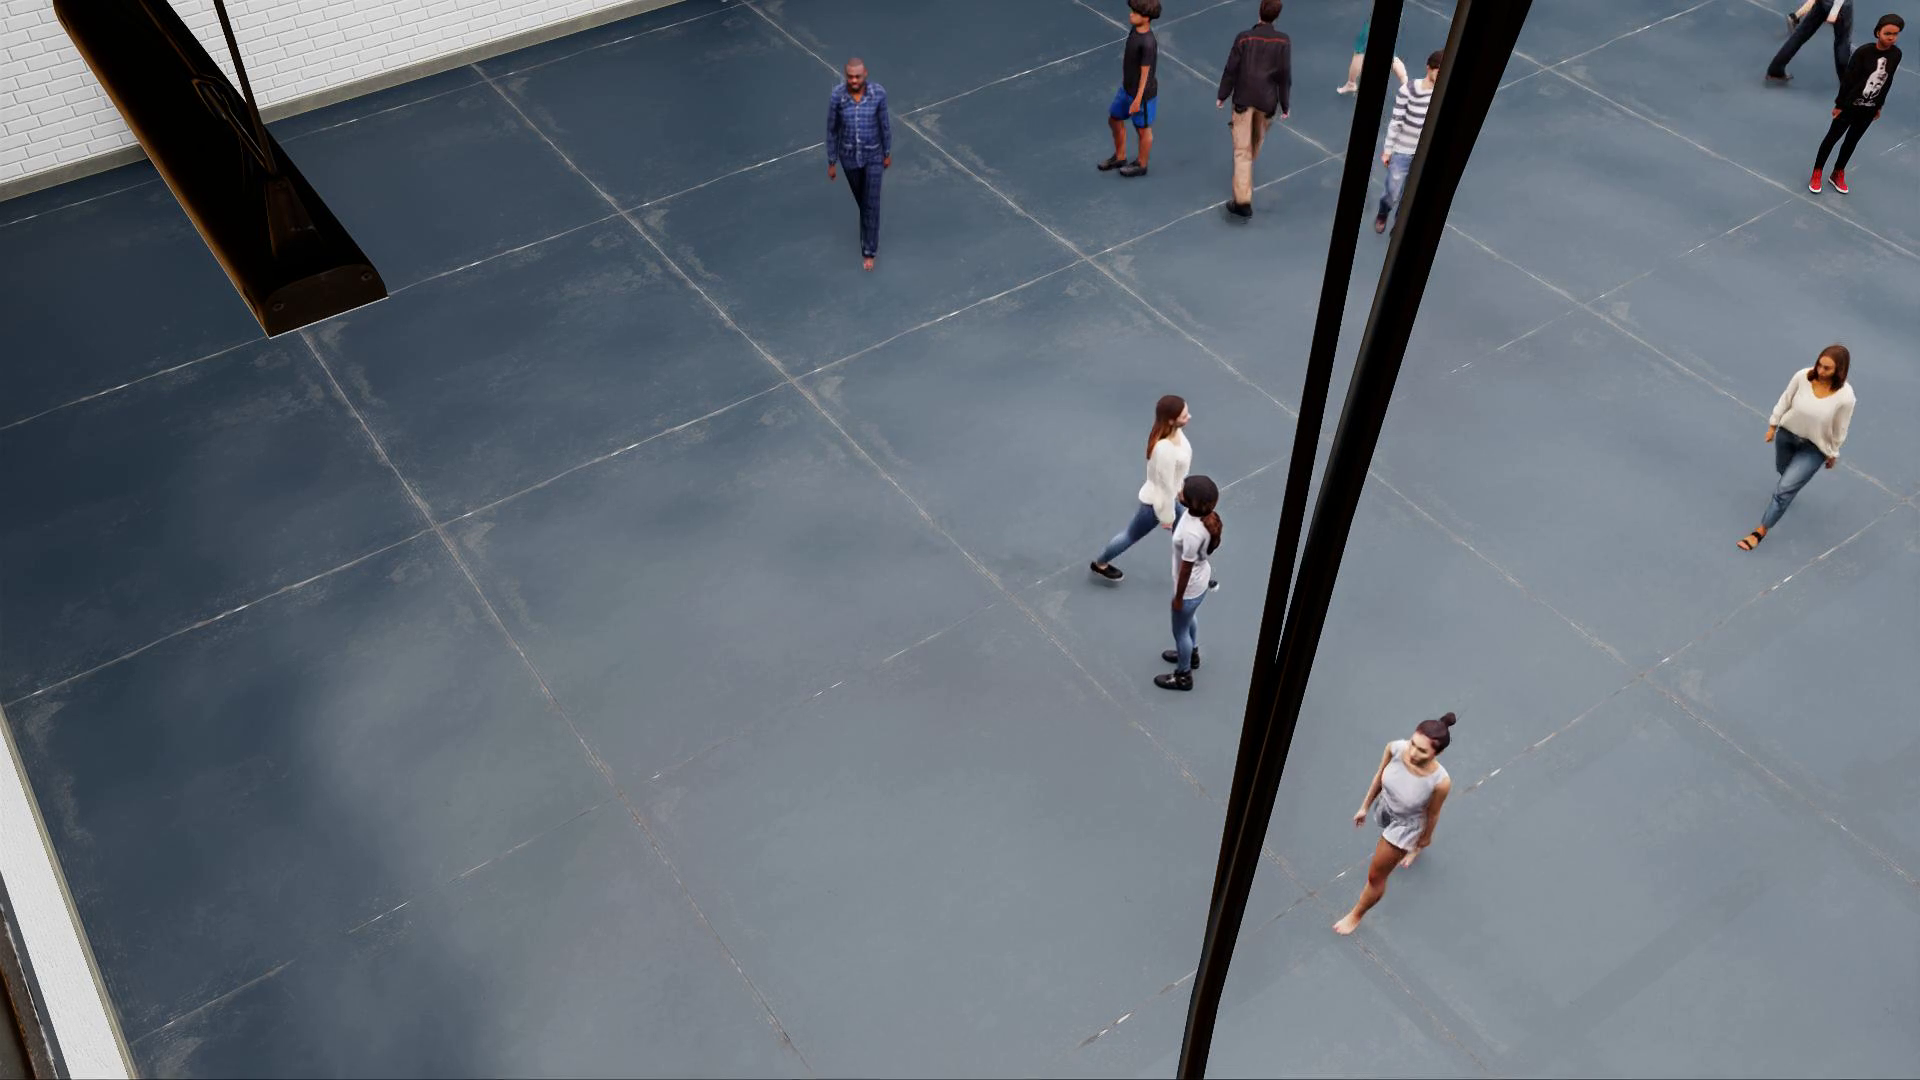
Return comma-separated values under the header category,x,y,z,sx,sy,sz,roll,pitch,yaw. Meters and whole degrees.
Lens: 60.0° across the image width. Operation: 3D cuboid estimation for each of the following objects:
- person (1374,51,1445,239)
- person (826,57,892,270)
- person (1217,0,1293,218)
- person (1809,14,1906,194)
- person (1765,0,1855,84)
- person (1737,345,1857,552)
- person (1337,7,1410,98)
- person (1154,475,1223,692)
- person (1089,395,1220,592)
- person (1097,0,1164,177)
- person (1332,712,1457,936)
category,x,y,z,sx,sy,sz,roll,pitch,yaw
person,3.839,-3.358,14.167,0.836,1.831,0.901,0,44,0
person,-0.827,-3.295,14.132,1.146,1.788,1.156,3,44,3
person,2.580,-3.752,14.554,1.338,1.869,1.294,-3,44,-3
person,8.023,-3.903,14.852,0.662,1.675,0.745,1,44,2
person,8.429,-5.235,16.186,1.300,1.763,1.153,1,44,1
person,5.895,-0.717,11.533,1.074,1.640,0.698,-31,52,-28
person,4.123,-4.904,15.918,0.809,1.654,1.028,31,52,28
person,1.438,0.267,10.442,0.709,1.720,0.644,8,44,8
person,1.245,-0.272,11.061,1.161,1.647,1.141,9,44,9
person,1.685,-4.081,14.957,0.807,1.789,0.744,-11,45,-12
person,2.501,1.496,9.260,1.056,1.571,0.555,-25,49,-24
